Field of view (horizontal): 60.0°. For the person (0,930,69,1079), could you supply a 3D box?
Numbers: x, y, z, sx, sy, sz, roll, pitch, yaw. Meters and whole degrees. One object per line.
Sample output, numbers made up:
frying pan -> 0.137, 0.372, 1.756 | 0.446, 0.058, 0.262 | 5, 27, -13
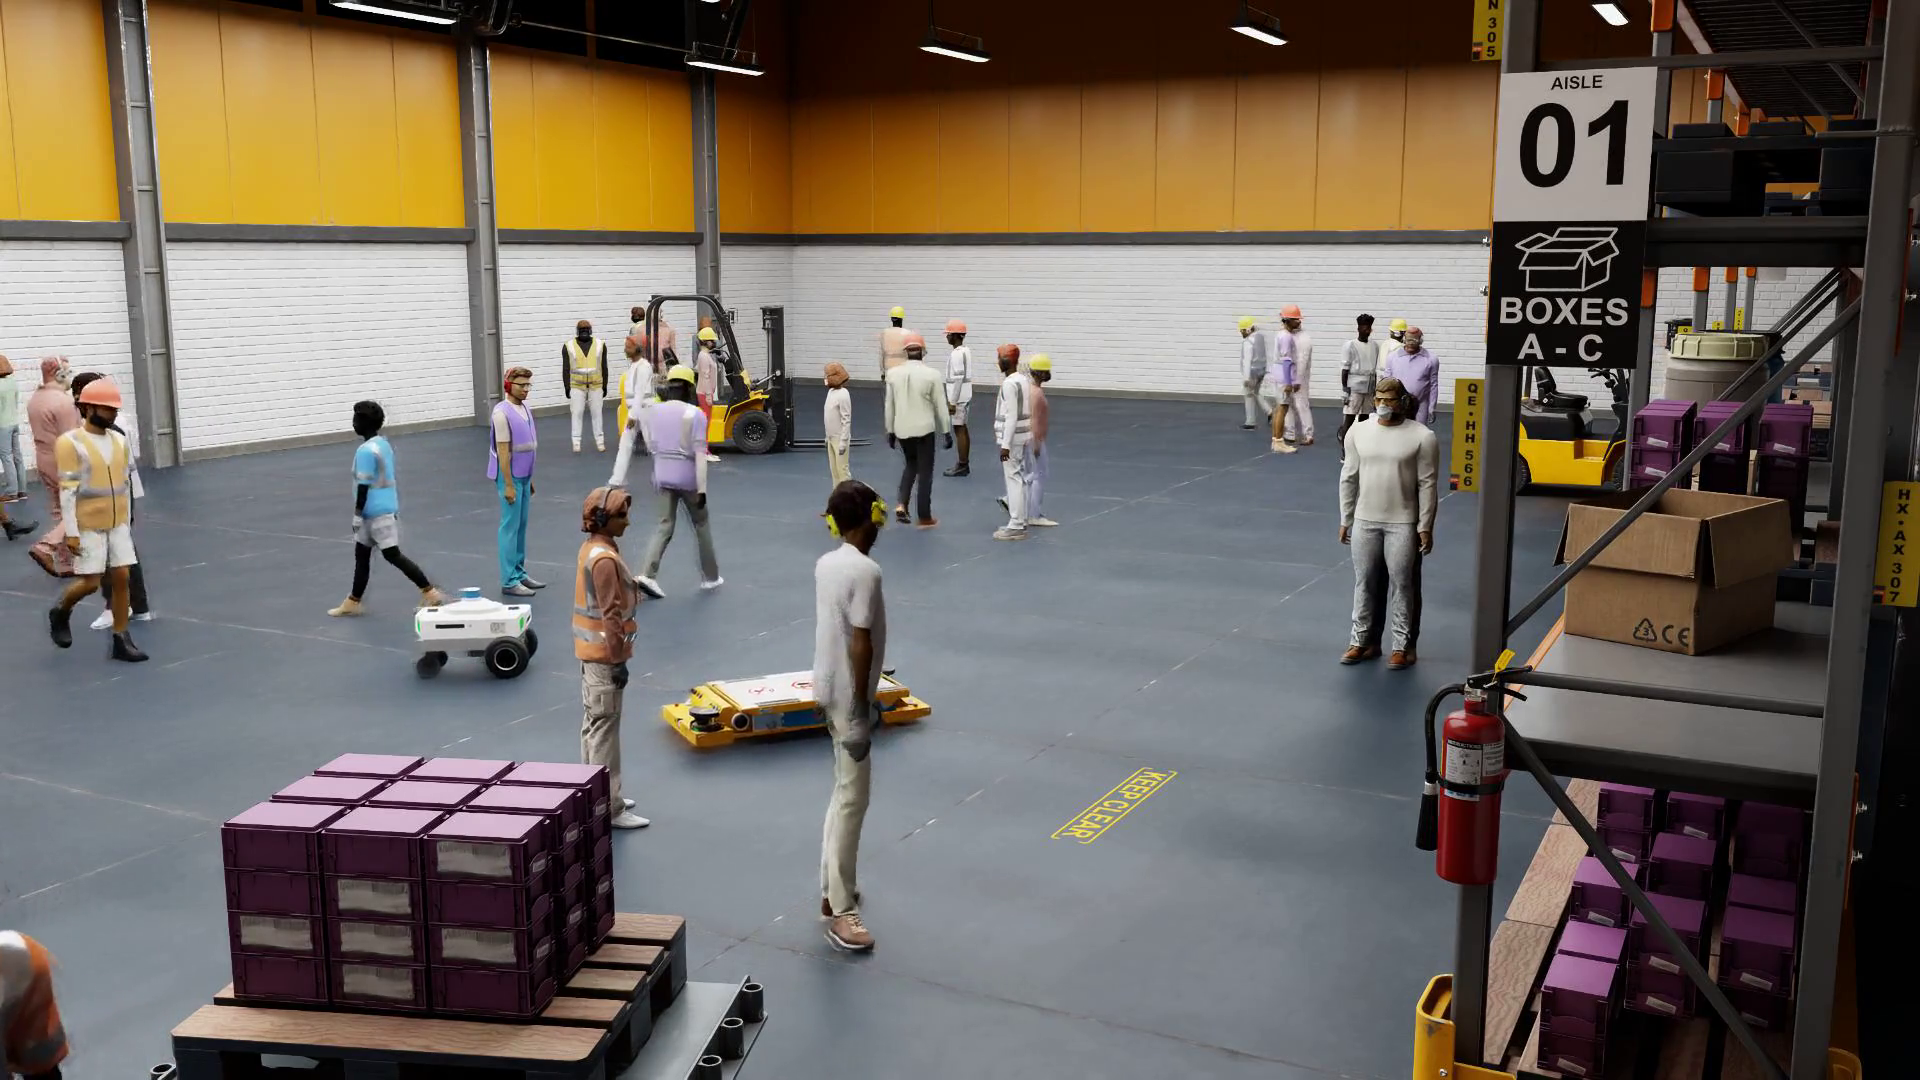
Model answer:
person -> -2.006, 1.354, 3.313 | 0.715, 1.673, 0.543 | 9, 13, 42

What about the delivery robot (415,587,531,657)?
delivery robot -> -3.184, 0.555, 10.889 | 0.707, 0.478, 0.477 | -1, 10, -7

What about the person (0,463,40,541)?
person -> -9.228, -0.853, 15.539 | 0.602, 1.867, 0.994 | 9, 13, 42

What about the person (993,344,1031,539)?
person -> 0.500, -0.945, 16.007 | 0.352, 1.881, 0.576 | 3, 10, 15

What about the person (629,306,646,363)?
person -> -5.421, -3.030, 28.196 | 0.430, 1.845, 0.624 | 2, 10, 13

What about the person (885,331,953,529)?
person -> -0.414, -1.094, 16.614 | 0.669, 1.968, 0.430 | 5, 11, 27

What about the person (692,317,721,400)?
person -> -4.405, -3.057, 28.948 | 0.509, 1.632, 0.268 | -1, 10, -4

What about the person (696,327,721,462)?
person -> -3.332, -1.918, 21.977 | 0.311, 1.769, 0.522 | -2, 10, -10

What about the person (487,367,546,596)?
person -> -3.594, -0.477, 13.421 | 0.394, 1.839, 0.563 | 1, 10, 4

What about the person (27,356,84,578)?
person -> -7.557, -0.592, 13.930 | 0.659, 1.889, 0.508 | 8, 13, 40

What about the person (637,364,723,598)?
person -> -2.303, -0.476, 13.371 | 0.590, 1.867, 0.900 | 4, 10, 20

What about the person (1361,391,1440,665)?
person -> 2.934, -0.084, 11.135 | 0.506, 1.842, 0.348 | 6, 12, 32

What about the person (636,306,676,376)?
person -> -4.904, -2.837, 26.877 | 0.642, 1.913, 0.408 | -2, 10, -14

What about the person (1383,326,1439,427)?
person -> 5.233, -1.538, 19.387 | 0.638, 1.902, 0.407 | 3, 10, 17

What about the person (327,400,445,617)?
person -> -4.336, -0.225, 12.505 | 0.871, 1.664, 0.532 | -1, 10, -8

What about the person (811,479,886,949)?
person -> -0.414, 0.690, 6.712 | 0.377, 1.831, 0.705 | -4, 11, -22

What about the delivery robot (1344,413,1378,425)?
delivery robot -> 5.777, -1.651, 23.656 | 0.477, 0.478, 0.707 | -4, 11, -21

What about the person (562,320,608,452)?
person -> -5.173, -2.126, 23.001 | 0.620, 1.835, 0.430 | -3, 10, -18

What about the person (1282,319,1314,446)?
person -> 4.840, -2.302, 23.922 | 0.427, 1.863, 0.674 | -2, 10, -11

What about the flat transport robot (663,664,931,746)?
flat transport robot -> -0.950, 0.947, 9.708 | 1.431, 0.197, 0.652 | -5, 11, -26

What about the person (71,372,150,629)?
person -> -6.282, -0.288, 12.192 | 0.579, 1.887, 0.621 | -6, 11, -31

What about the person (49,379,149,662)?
person -> -5.837, -0.127, 11.184 | 0.687, 1.914, 0.550 | 4, 11, 24

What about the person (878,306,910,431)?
person -> -0.968, -2.621, 25.576 | 0.584, 1.927, 0.367 | 4, 11, 21

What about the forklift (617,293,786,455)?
forklift -> -3.588, -2.317, 23.042 | 2.313, 2.155, 1.214 | -1, 10, -5

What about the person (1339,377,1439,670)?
person -> 2.818, -0.113, 11.022 | 0.635, 1.938, 0.359 | 5, 11, 29

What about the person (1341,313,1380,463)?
person -> 5.224, -1.969, 21.691 | 0.614, 1.962, 0.362 | -5, 11, -29

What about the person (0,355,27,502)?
person -> -10.575, -1.237, 18.405 | 0.280, 1.636, 0.504 | -1, 10, -4

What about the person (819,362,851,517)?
person -> -1.272, -1.018, 17.143 | 0.279, 1.633, 0.498 | -4, 11, -24

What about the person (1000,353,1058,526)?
person -> 0.716, -1.003, 16.709 | 0.480, 1.750, 0.539 | 0, 10, -2

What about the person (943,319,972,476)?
person -> -0.037, -1.748, 20.491 | 0.360, 1.939, 0.543 | 2, 10, 12

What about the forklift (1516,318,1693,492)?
forklift -> 7.066, -1.601, 18.899 | 2.313, 2.155, 1.214 | 5, 11, 27

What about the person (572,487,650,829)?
person -> -1.697, 0.562, 7.991 | 0.313, 1.637, 0.513 | -4, 10, -20

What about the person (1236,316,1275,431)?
person -> 4.551, -2.558, 25.598 | 0.571, 1.795, 0.653 | 7, 12, 34

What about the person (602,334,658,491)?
person -> -3.673, -1.440, 19.048 | 0.864, 1.851, 0.584 | -6, 11, -30

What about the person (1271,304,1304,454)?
person -> 4.506, -2.212, 22.875 | 0.394, 2.041, 0.612 | 1, 10, 5

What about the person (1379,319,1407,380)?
person -> 6.108, -2.191, 23.369 | 0.404, 1.827, 0.600 | -2, 10, -9
